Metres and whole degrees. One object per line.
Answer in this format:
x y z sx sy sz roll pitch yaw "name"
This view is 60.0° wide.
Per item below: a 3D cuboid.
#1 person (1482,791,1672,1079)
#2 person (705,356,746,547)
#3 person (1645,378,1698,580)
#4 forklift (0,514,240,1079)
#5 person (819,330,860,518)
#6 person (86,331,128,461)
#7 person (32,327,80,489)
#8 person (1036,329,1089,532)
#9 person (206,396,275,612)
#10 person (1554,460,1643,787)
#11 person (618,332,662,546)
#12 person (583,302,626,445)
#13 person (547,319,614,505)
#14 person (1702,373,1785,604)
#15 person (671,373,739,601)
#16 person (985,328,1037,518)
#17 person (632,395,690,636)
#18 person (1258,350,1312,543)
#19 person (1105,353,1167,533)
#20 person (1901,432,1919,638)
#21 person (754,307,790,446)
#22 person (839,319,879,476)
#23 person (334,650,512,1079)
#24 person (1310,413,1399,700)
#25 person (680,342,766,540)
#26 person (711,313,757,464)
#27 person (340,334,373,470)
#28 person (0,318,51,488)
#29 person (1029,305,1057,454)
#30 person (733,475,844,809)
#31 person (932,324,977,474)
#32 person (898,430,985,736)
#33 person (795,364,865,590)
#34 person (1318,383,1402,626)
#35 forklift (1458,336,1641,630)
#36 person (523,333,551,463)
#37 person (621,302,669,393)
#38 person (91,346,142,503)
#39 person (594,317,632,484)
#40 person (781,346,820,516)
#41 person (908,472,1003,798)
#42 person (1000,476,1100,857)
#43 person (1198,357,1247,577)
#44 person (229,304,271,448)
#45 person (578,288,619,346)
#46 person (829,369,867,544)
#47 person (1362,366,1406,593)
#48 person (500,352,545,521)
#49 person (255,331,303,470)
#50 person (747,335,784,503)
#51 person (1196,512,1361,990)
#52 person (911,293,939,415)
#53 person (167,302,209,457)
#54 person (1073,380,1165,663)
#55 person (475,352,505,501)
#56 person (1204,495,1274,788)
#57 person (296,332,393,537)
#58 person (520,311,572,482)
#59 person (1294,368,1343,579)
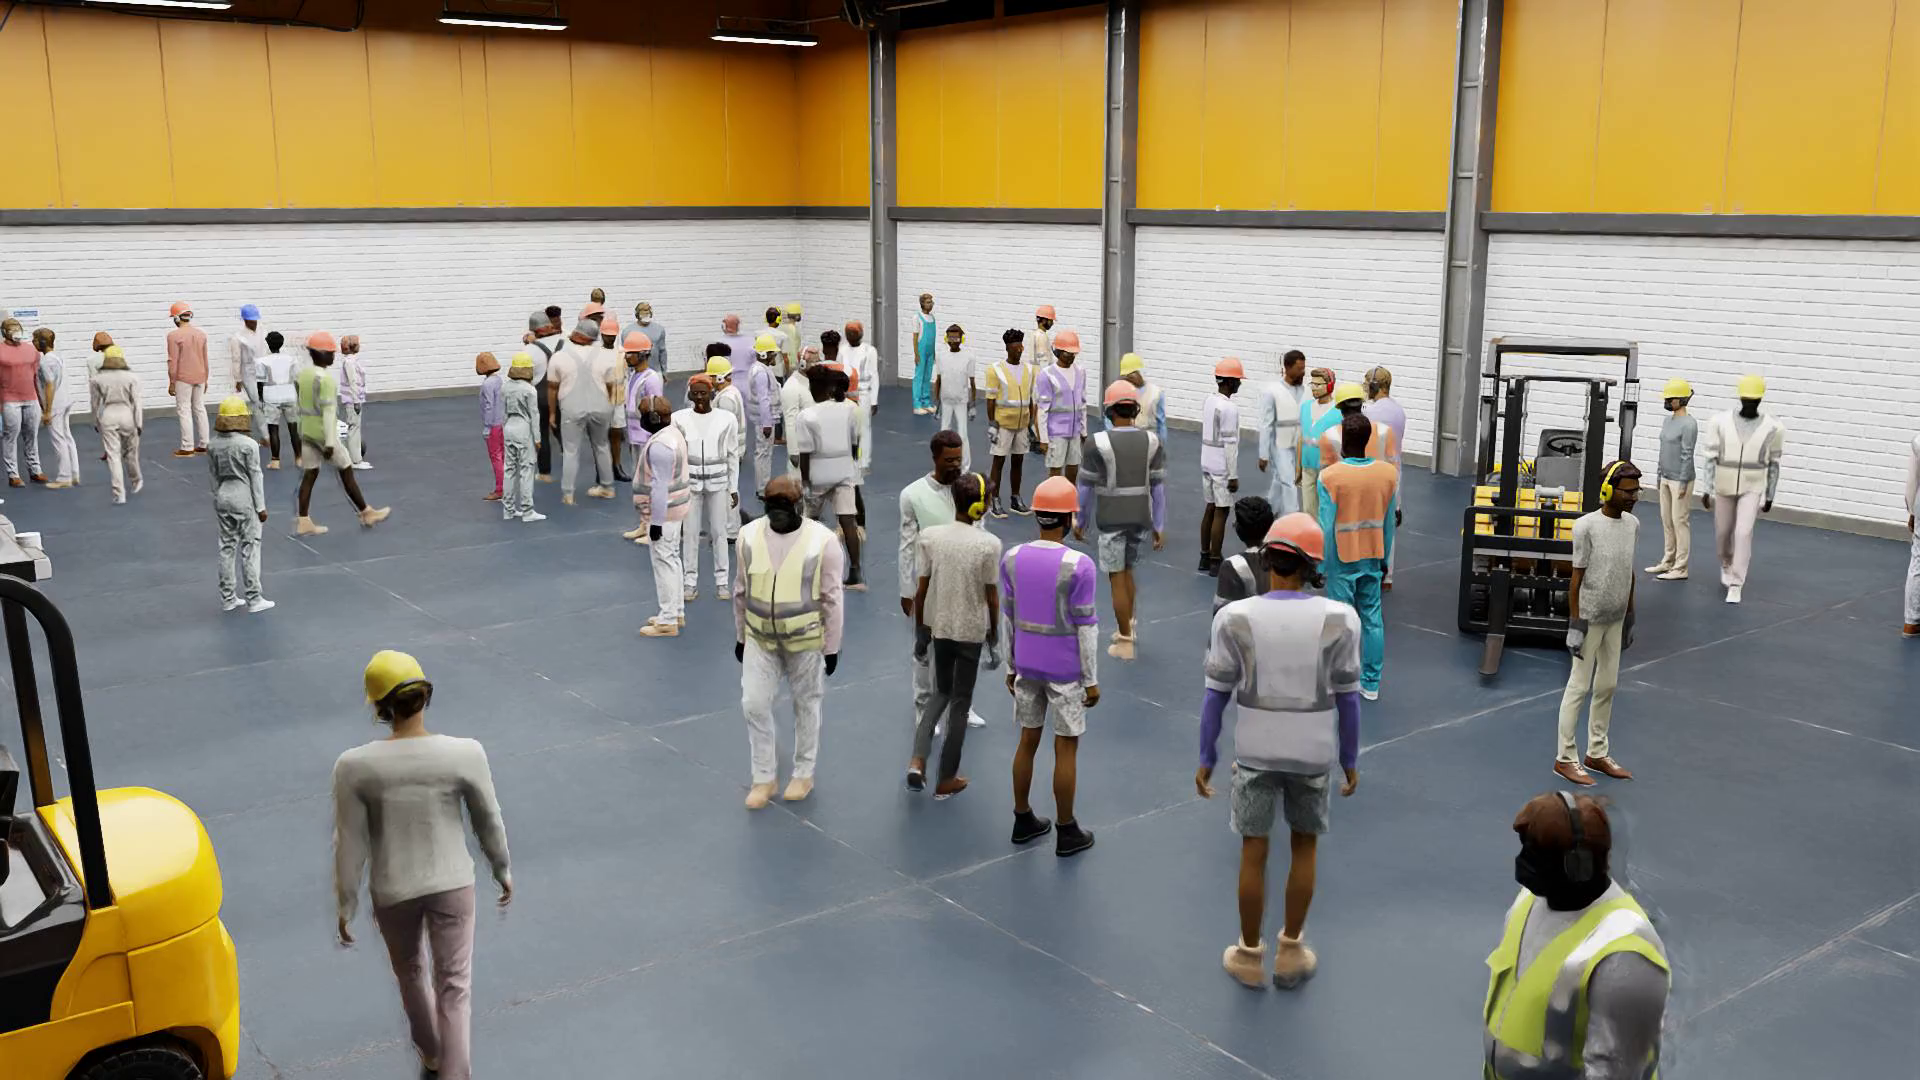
1.667 1.537 4.460 1.007 1.790 0.636 -2 12 -10 "person"
-2.240 -0.843 15.851 0.403 1.820 0.603 -1 12 -5 "person"
6.212 -0.532 14.497 0.337 1.757 0.517 -1 12 -4 "person"
-3.687 1.115 5.480 2.313 2.155 1.214 -9 15 -36 "forklift"
-1.330 -1.191 17.208 0.608 1.953 0.388 1 12 3 "person"
-10.726 -1.814 20.985 0.288 1.633 0.497 9 15 38 "person"
-10.309 -1.498 18.950 0.328 1.842 0.516 -2 12 -8 "person"
1.036 -1.062 16.408 0.612 2.029 0.407 -10 15 -39 "person"
-5.787 -0.286 13.366 0.481 1.734 0.327 4 12 19 "person"
3.643 0.468 9.424 0.509 1.860 0.334 -6 13 -27 "person"
-3.042 -0.964 15.883 0.373 2.042 0.614 -7 13 -29 "person"
-4.799 -2.243 22.377 0.388 1.924 0.579 -10 15 -40 "person"
-4.115 -1.416 18.074 0.714 2.000 0.549 -4 13 -21 "person"
6.521 -0.470 13.871 0.580 1.895 0.897 7 13 30 "person"
-2.107 -0.431 13.703 0.575 1.883 0.355 -1 12 -7 "person"
0.535 -1.217 17.292 0.600 1.967 0.369 -8 14 -32 "person"
-2.271 -0.190 12.673 0.429 1.832 0.635 0 12 -2 "person"
3.155 -0.827 15.595 0.616 1.879 0.908 -10 15 -39 "person"
1.735 -0.945 16.406 0.612 1.794 0.482 2 12 8 "person"
7.335 -0.186 12.361 0.390 1.948 0.605 -7 14 -32 "person"
-2.505 -2.185 22.250 0.524 1.857 0.341 4 12 18 "person"
-1.205 -1.701 19.849 0.611 1.883 0.385 8 14 33 "person"
-1.940 1.231 6.052 0.572 1.715 0.847 -3 12 -13 "person"
2.582 0.129 10.909 0.590 1.920 0.399 -4 12 -19 "person"
-2.348 -0.962 16.187 0.979 1.911 0.655 -3 12 -16 "person"
-2.780 -1.845 20.513 0.649 1.890 0.564 -6 13 -28 "person"
-7.405 -1.684 20.329 0.306 1.645 0.522 -5 13 -24 "person"
-10.820 -1.582 19.127 0.372 1.940 0.630 7 13 29 "person"
1.077 -2.074 21.526 0.367 1.930 0.542 -2 12 -10 "person"
-0.965 0.568 9.005 0.654 1.825 0.633 3 12 12 "person"
-0.064 -1.573 19.282 0.519 1.860 0.320 4 12 20 "person"
-0.114 0.255 10.328 0.597 1.910 0.391 -7 14 -31 "person"
-1.129 -0.546 14.205 0.621 1.914 1.024 -7 13 -29 "person"
3.107 -0.292 13.077 0.650 1.862 0.853 -1 12 -4 "person"
4.683 -0.471 13.136 1.214 2.155 2.313 4 12 20 "forklift"
-5.310 -1.782 20.835 0.321 1.631 0.527 8 14 32 "person"
-4.198 -2.214 22.218 0.635 1.928 0.383 -8 14 -34 "person"
-9.241 -1.280 18.262 0.509 1.673 0.921 -5 13 -22 "person"
-4.047 -1.615 19.295 0.547 1.934 0.375 -11 16 -43 "person"
-1.455 -0.915 16.023 0.397 1.898 0.636 5 13 23 "person"
-0.011 0.537 9.129 0.515 1.842 0.421 6 13 27 "person"
0.469 0.634 8.458 0.547 1.929 0.386 9 15 37 "person"
2.314 -0.641 14.610 0.387 1.929 0.547 -3 12 -12 "person"
-9.403 -2.182 22.062 0.684 1.919 0.623 5 13 24 "person"
-5.469 -2.856 25.278 0.630 1.940 0.372 2 12 12 "person"
-1.125 -0.797 15.958 0.325 1.685 0.547 -10 15 -39 "person"
3.477 -0.482 13.855 0.377 1.927 0.635 9 15 36 "person"
-4.509 -1.065 17.131 0.487 1.736 0.354 7 14 30 "person"
-8.314 -1.703 20.343 0.544 1.684 0.331 -11 16 -42 "person"
-2.106 -1.318 18.104 0.404 1.830 0.602 -2 12 -10 "person"
1.340 0.889 7.021 0.675 2.017 0.470 2 12 10 "person"
-0.532 -2.842 25.432 0.343 1.847 0.507 8 14 35 "person"
-9.895 -2.055 21.318 0.411 1.979 0.631 4 12 19 "person"
1.124 -0.144 12.013 0.606 2.014 0.709 -5 13 -23 "person"
-5.130 -1.246 18.240 0.277 1.631 0.507 0 12 0 "person"
1.582 0.577 9.301 0.557 1.677 0.527 -8 14 -35 "person"
-6.177 -1.053 16.433 0.614 1.999 1.003 9 15 38 "person"
-4.738 -1.660 19.251 0.700 2.000 0.725 -9 15 -36 "person"
3.173 -0.590 14.554 0.376 1.844 0.573 -8 14 -34 "person"
